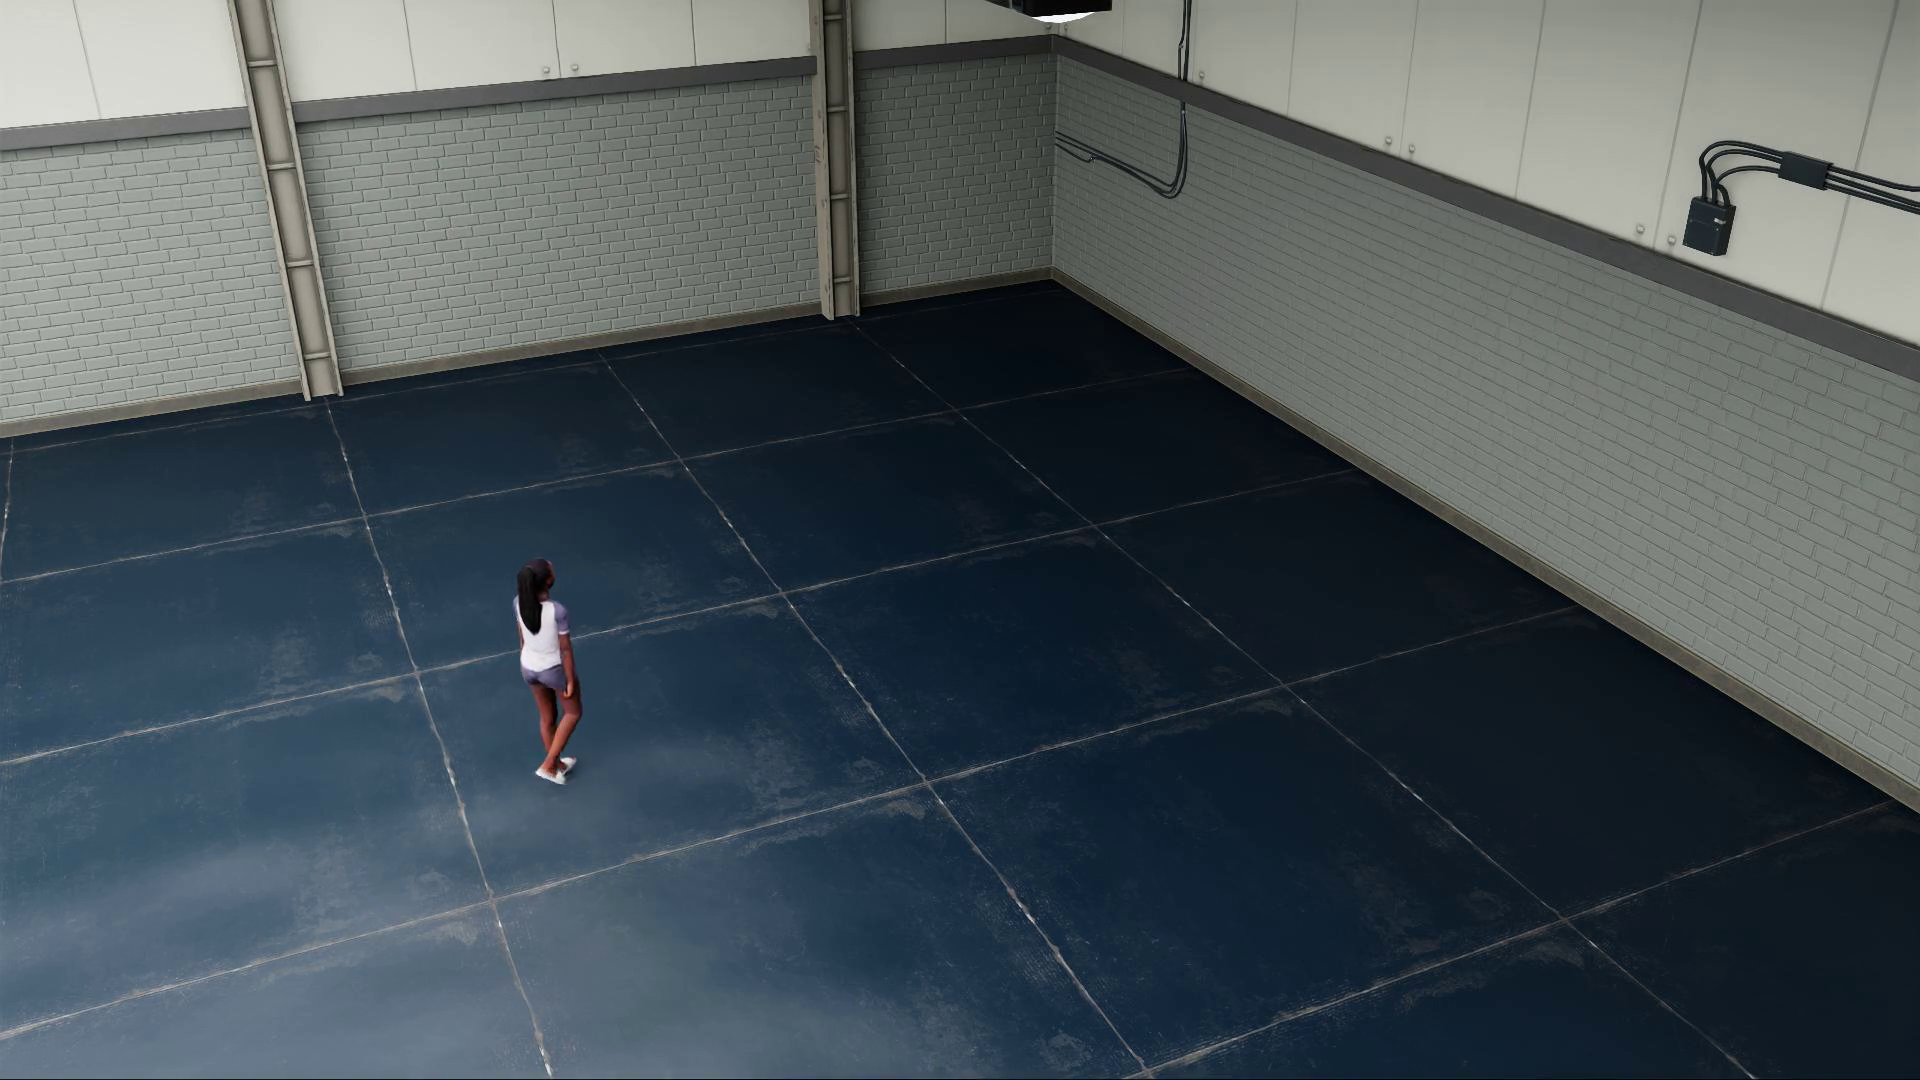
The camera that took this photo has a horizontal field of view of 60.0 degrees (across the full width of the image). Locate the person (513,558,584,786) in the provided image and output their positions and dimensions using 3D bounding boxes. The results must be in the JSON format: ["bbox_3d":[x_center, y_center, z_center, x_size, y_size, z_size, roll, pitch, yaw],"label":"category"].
[{"bbox_3d":[-2.833,0.939,11.206,0.827,1.712,0.891,11,29,20],"label":"person"}]
